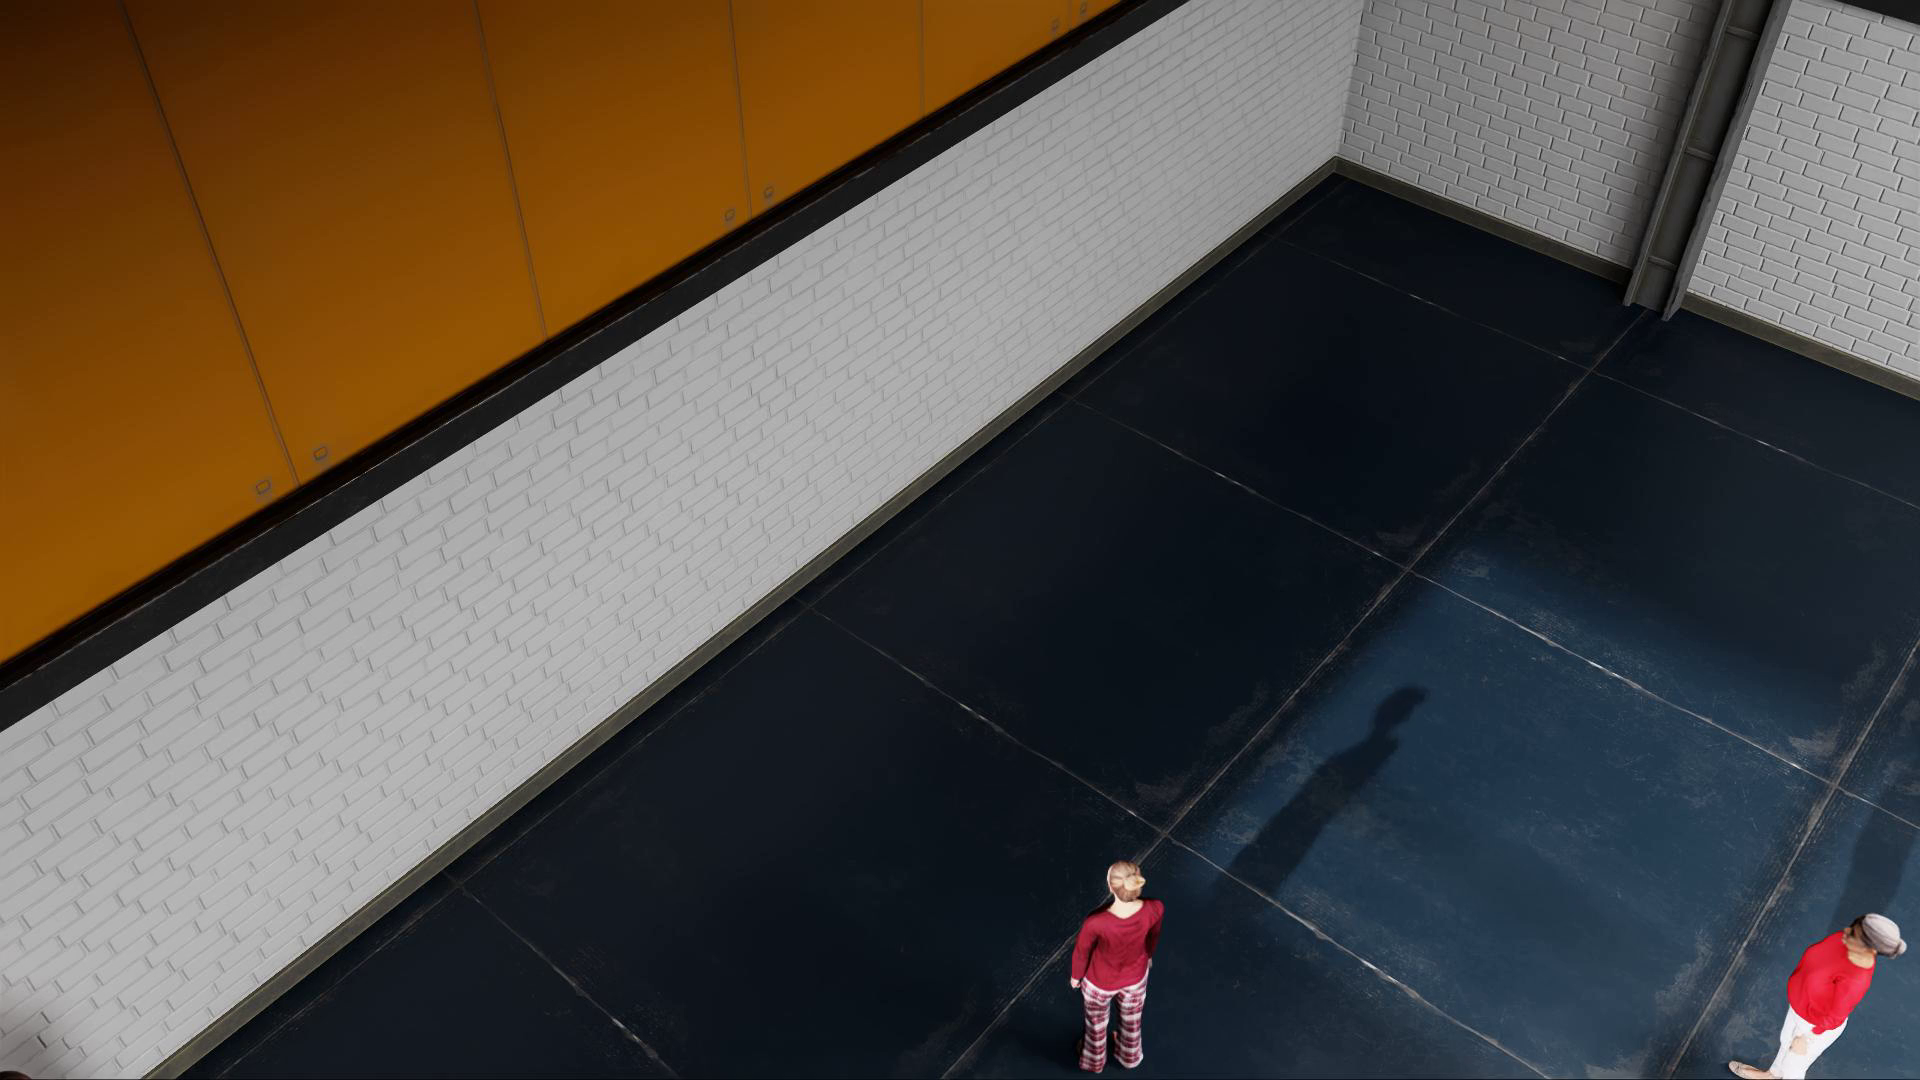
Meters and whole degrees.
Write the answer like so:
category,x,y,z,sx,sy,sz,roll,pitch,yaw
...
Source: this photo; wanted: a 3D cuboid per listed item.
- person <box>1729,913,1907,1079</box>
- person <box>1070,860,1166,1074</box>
category,x,y,z,sx,sy,sz,roll,pitch,yaw
person,4.268,2.372,8.298,0.647,1.694,0.628,13,45,14
person,0.798,2.192,8.483,0.690,1.700,0.694,-14,45,-14
